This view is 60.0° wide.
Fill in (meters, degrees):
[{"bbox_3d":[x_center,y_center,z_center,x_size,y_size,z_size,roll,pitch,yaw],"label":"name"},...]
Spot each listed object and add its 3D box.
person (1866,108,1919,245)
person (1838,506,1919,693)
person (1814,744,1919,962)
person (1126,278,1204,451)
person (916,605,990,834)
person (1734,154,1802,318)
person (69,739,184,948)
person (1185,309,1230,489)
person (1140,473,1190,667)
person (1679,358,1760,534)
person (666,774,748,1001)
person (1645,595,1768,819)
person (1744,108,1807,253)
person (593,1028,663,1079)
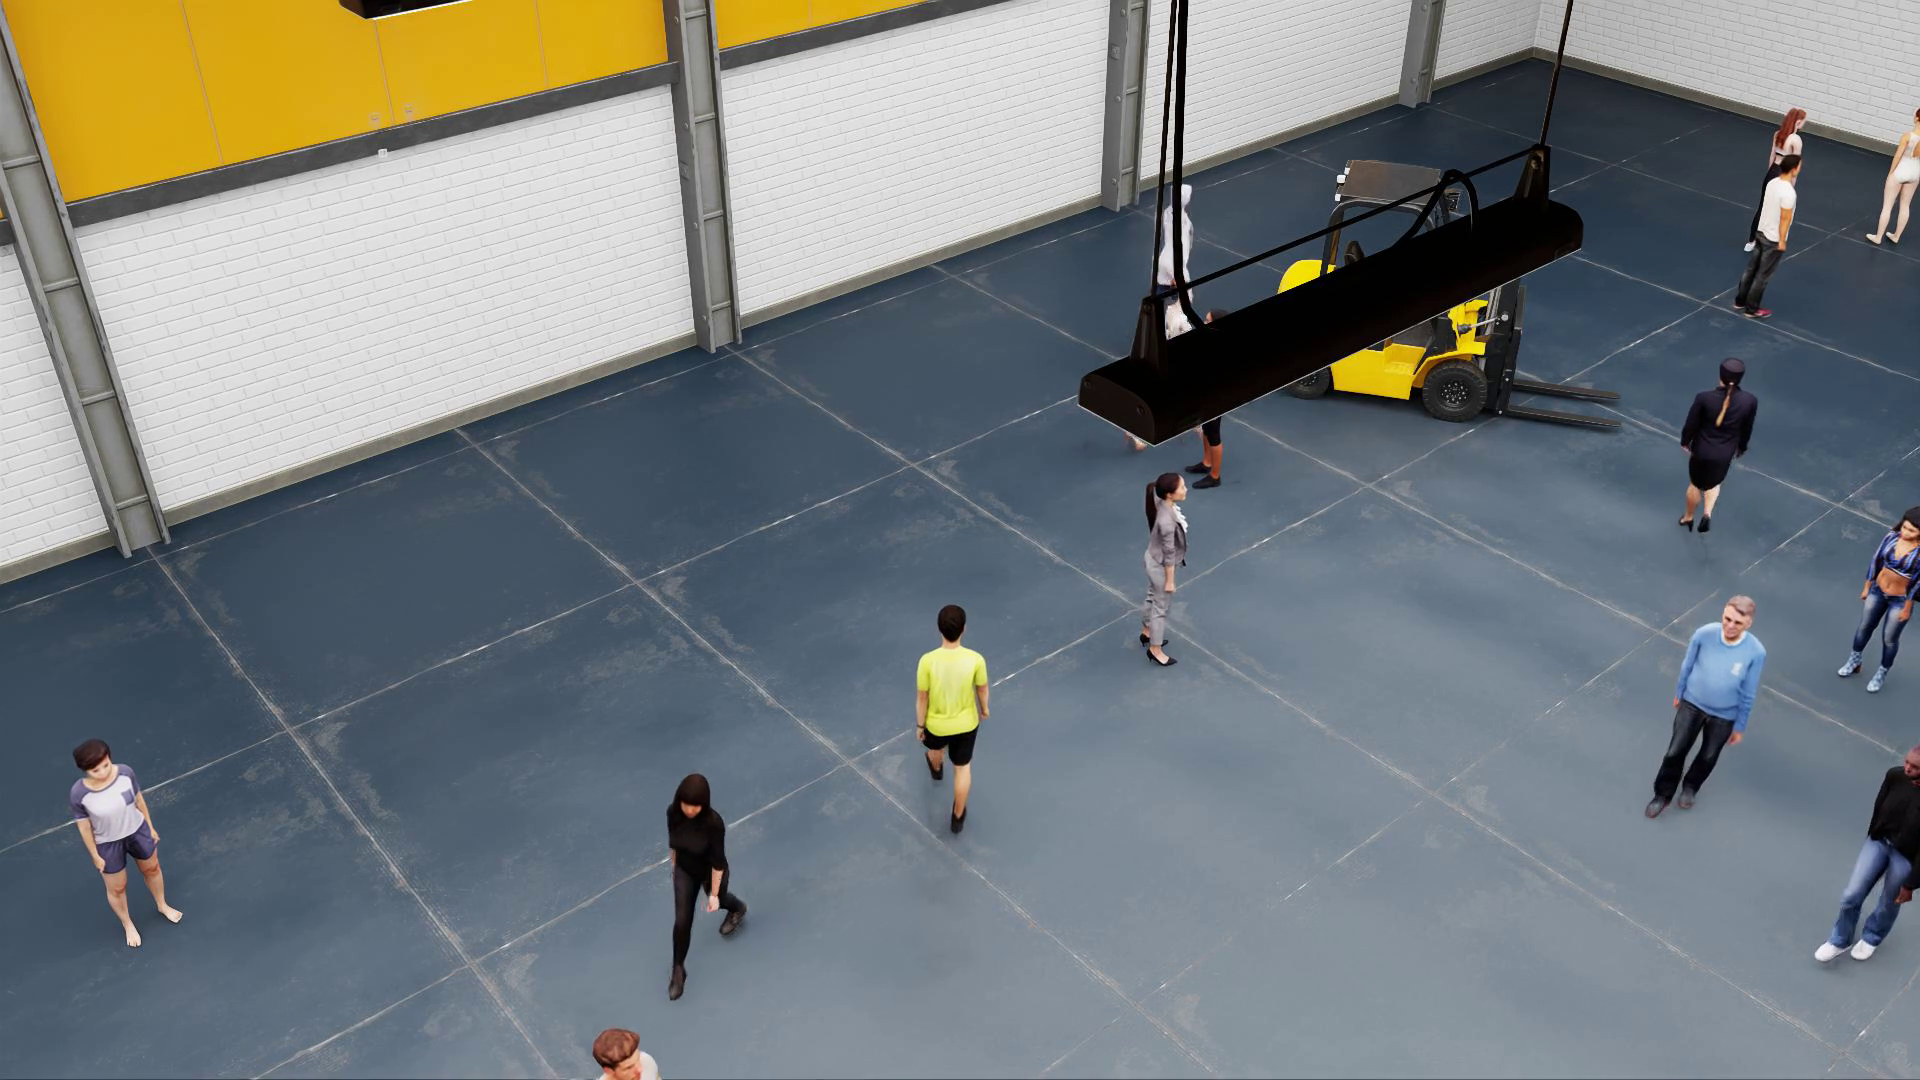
[{"bbox_3d":[11.154,-4.295,19.612,0.578,1.643,0.664,-2,34,-2],"label":"person"},{"bbox_3d":[7.019,0.428,12.527,0.598,1.621,0.645,-18,38,-25],"label":"person"},{"bbox_3d":[5.804,1.898,10.220,0.770,1.726,0.660,-21,39,-29],"label":"person"},{"bbox_3d":[1.861,-1.570,15.424,1.173,1.741,1.010,-1,34,-2],"label":"person"},{"bbox_3d":[-0.052,1.254,11.238,1.073,1.671,1.083,-2,34,-2],"label":"person"},{"bbox_3d":[8.743,-3.292,17.959,0.748,1.803,0.720,-2,34,-3],"label":"person"},{"bbox_3d":[-5.267,1.851,10.435,0.648,1.567,0.496,27,42,34],"label":"person"},{"bbox_3d":[2.278,-1.290,14.998,0.710,1.746,0.683,-3,34,-4],"label":"person"},{"bbox_3d":[1.546,0.202,12.816,0.760,1.677,0.729,-3,34,-4],"label":"person"},{"bbox_3d":[6.457,-0.736,14.239,0.875,1.665,0.925,7,34,10],"label":"person"},{"bbox_3d":[-1.537,1.990,10.192,0.953,1.605,1.129,11,35,16],"label":"person"},{"bbox_3d":[5.176,1.083,11.379,0.783,1.801,0.879,19,38,26],"label":"person"},{"bbox_3d":[9.486,-4.153,19.302,0.656,1.751,0.662,-9,35,-13],"label":"person"},{"bbox_3d":[-1.720,3.068,8.324,0.965,1.876,0.967,15,37,22],"label":"person"}]
